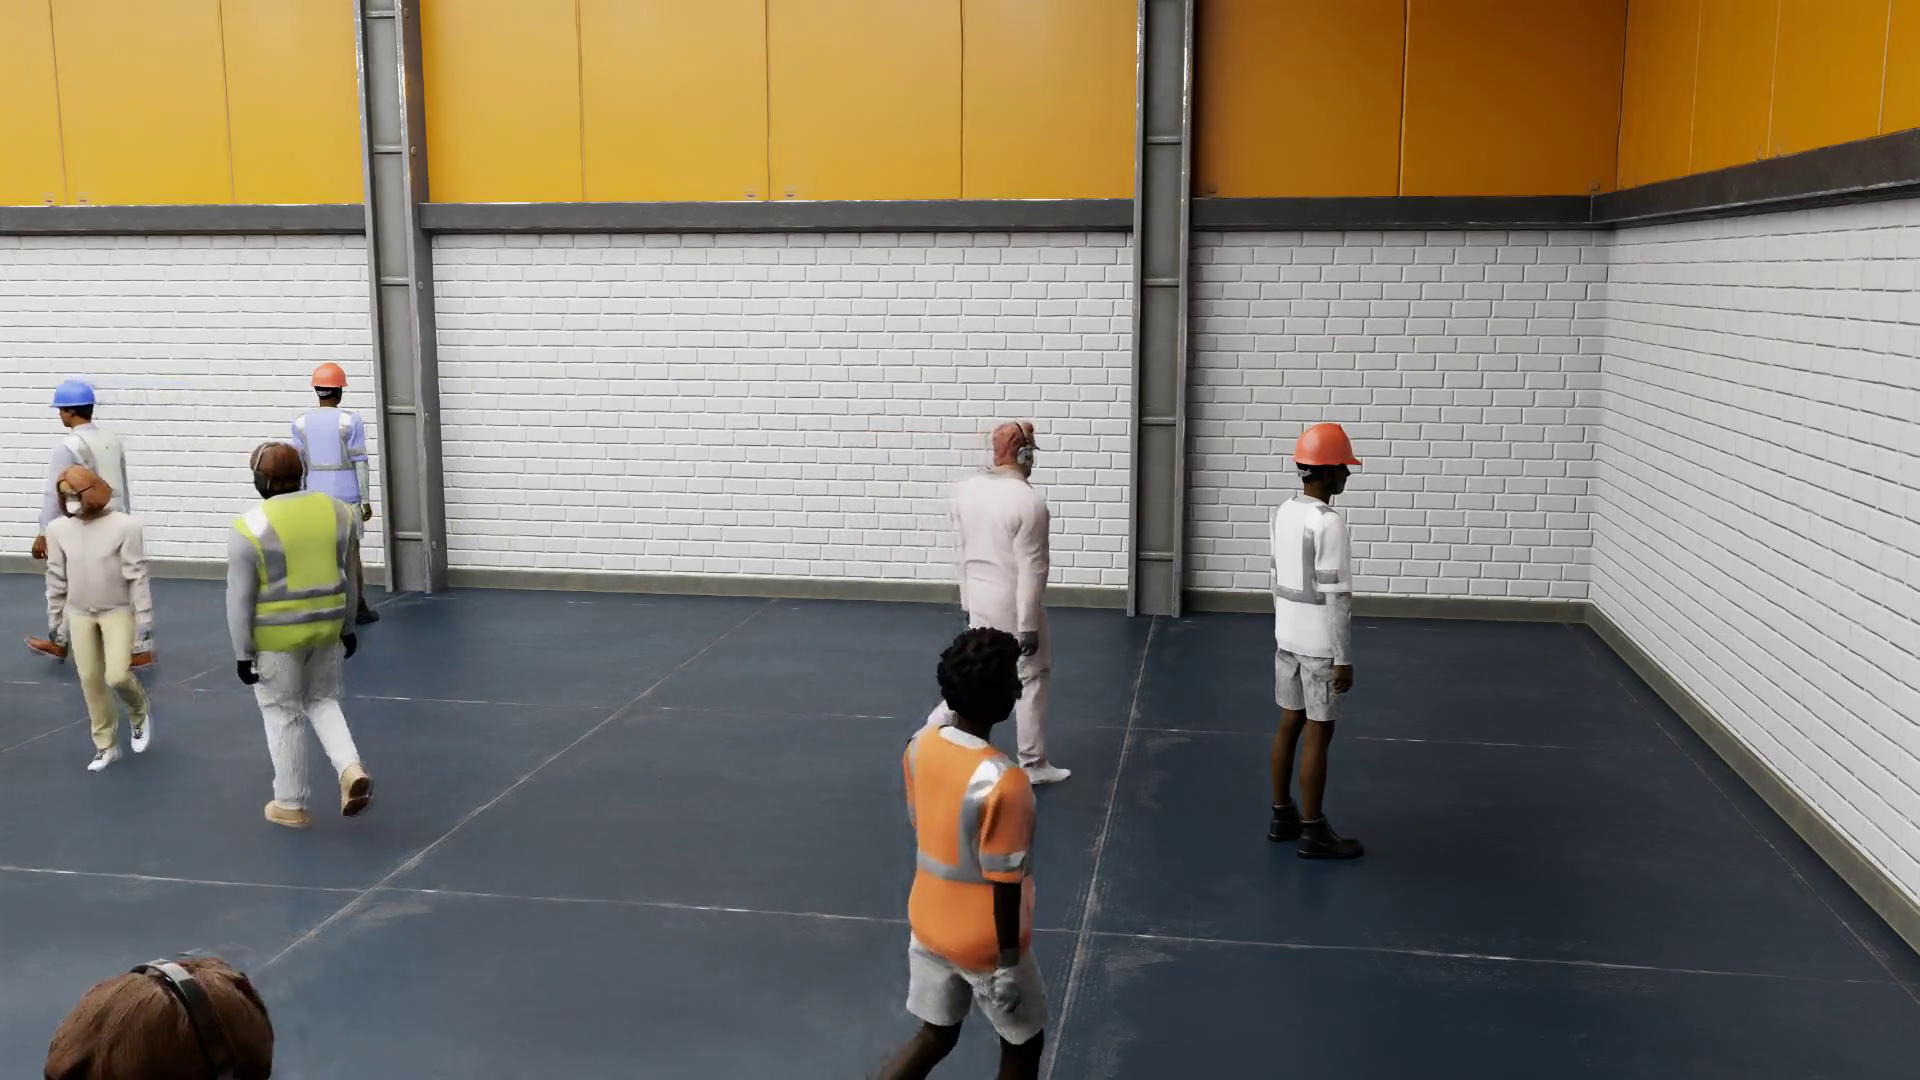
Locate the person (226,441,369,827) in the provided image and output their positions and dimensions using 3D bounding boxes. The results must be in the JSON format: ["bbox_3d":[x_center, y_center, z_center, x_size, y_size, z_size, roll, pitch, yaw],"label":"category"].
[{"bbox_3d":[-3.062,0.454,7.700,0.532,1.830,0.645,7,11,37],"label":"person"}]

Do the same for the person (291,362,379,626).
[{"bbox_3d":[-4.575,-0.327,12.182,0.542,1.938,0.358,0,9,1],"label":"person"}]

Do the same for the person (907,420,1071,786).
[{"bbox_3d":[0.163,0.342,8.266,0.802,1.879,0.651,-7,11,-36],"label":"person"}]

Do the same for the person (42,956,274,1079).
[{"bbox_3d":[-0.881,1.373,2.115,0.631,1.806,0.917,6,11,31],"label":"person"}]

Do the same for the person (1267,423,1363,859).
[{"bbox_3d":[1.587,0.447,7.408,0.355,1.938,0.545,-3,10,-19],"label":"person"}]

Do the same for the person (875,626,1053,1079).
[{"bbox_3d":[-0.023,1.055,4.468,0.739,1.669,0.534,-6,11,-34],"label":"person"}]

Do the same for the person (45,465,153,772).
[{"bbox_3d":[-4.463,0.402,8.671,0.545,1.608,0.392,0,9,-1],"label":"person"}]

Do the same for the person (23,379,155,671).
[{"bbox_3d":[-5.713,-0.081,10.767,0.979,1.894,0.625,1,9,3],"label":"person"}]
